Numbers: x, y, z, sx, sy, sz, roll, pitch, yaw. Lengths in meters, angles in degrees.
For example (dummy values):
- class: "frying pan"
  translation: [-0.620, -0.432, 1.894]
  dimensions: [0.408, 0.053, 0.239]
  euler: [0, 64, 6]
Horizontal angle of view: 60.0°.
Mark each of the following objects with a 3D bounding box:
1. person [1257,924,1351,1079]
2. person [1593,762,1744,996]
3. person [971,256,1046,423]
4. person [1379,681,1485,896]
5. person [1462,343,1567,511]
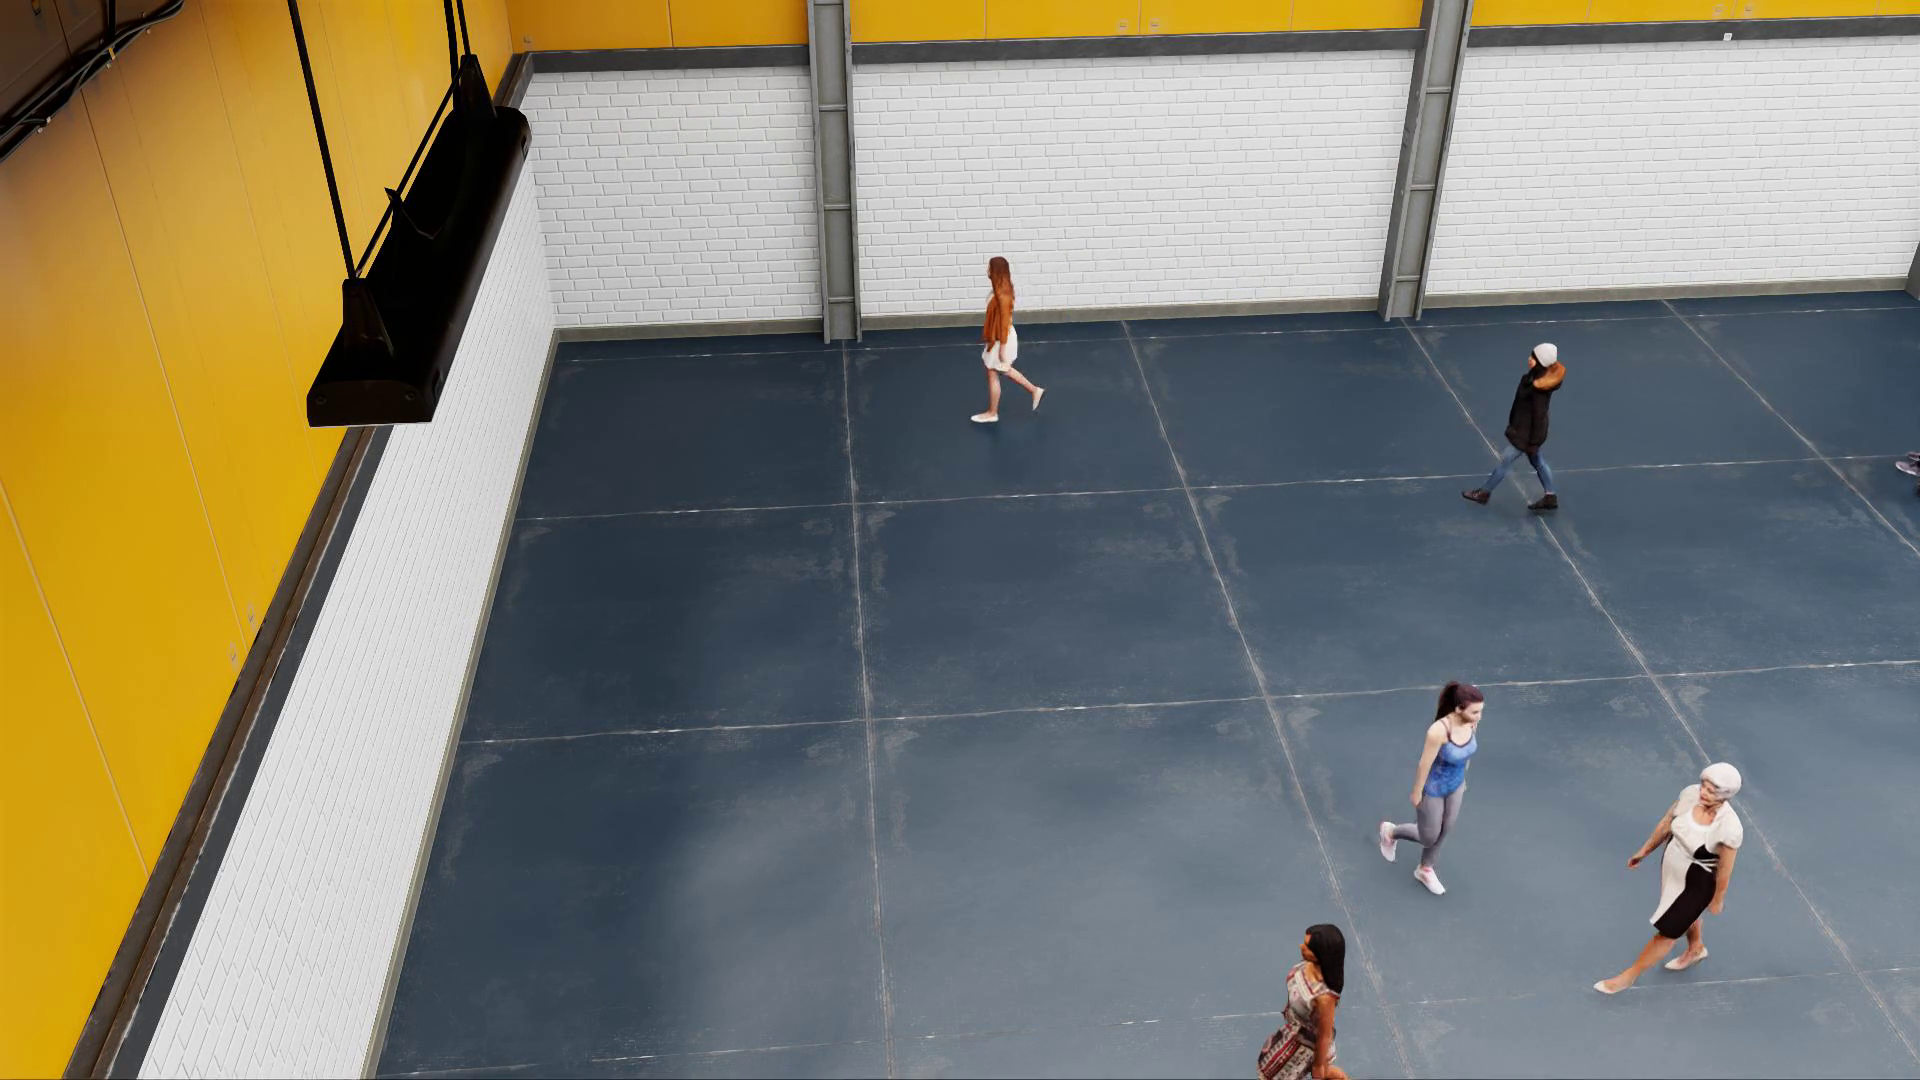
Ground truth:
- class: "person"
  translation: [1.936, 2.646, 8.868]
  dimensions: [1.120, 1.606, 0.715]
  euler: [2, 34, 3]
- class: "person"
  translation: [4.364, 1.976, 9.780]
  dimensions: [1.096, 1.712, 0.728]
  euler: [-7, 34, -10]
- class: "person"
  translation: [0.468, -1.866, 15.568]
  dimensions: [0.975, 1.704, 0.723]
  euler: [2, 34, 4]
- class: "person"
  translation: [3.002, 1.530, 10.556]
  dimensions: [0.818, 1.596, 0.821]
  euler: [-16, 37, -22]
- class: "person"
  translation: [4.952, -0.925, 14.249]
  dimensions: [1.149, 1.596, 0.925]
  euler: [11, 35, 16]
